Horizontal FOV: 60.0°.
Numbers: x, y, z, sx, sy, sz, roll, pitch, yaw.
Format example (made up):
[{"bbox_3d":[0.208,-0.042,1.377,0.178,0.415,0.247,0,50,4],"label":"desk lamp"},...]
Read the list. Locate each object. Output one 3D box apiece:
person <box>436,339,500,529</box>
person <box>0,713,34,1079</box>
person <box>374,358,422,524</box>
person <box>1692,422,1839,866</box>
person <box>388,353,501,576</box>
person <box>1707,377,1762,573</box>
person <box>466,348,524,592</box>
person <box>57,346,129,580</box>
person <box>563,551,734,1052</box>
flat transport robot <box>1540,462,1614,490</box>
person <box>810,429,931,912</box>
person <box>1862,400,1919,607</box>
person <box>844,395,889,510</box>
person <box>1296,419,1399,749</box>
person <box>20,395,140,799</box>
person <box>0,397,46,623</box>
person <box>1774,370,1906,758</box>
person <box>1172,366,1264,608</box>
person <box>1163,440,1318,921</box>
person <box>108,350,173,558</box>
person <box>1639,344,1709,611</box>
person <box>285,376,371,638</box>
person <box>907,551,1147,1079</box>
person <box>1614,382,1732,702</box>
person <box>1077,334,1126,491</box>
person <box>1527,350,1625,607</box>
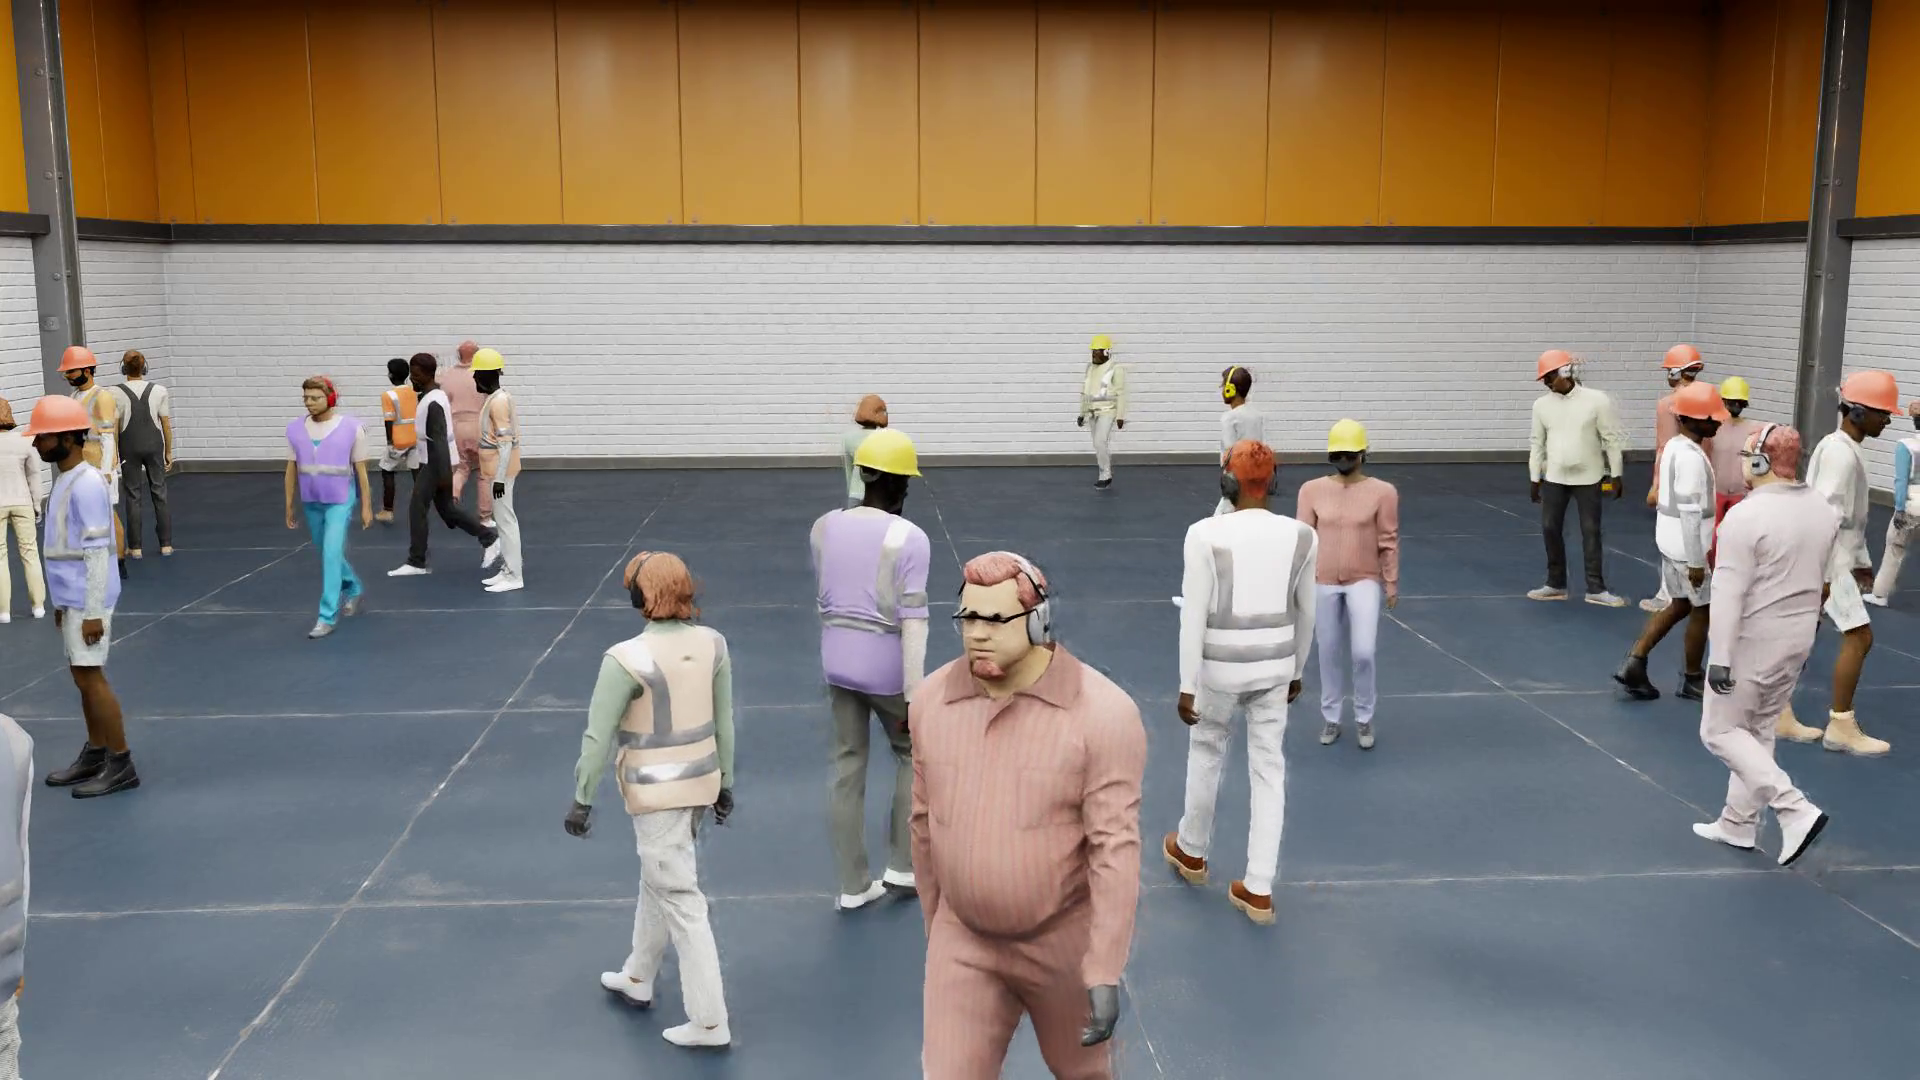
[{"bbox_3d":[-4.784,-1.003,16.168,0.643,1.885,0.728,1,9,5],"label":"person"},{"bbox_3d":[-2.316,1.002,3.721,0.404,1.832,0.595,1,9,4],"label":"person"},{"bbox_3d":[-5.624,-0.979,16.657,0.735,1.667,0.540,7,11,36],"label":"person"},{"bbox_3d":[3.423,0.449,7.024,0.650,1.889,0.651,-5,10,-28],"label":"person"},{"bbox_3d":[-4.318,-0.635,13.900,0.904,1.873,0.587,-3,9,-16],"label":"person"},{"bbox_3d":[5.696,-0.332,12.336,0.533,1.751,0.437,1,9,9],"label":"person"},{"bbox_3d":[-3.673,-0.549,13.159,0.384,1.924,0.593,-3,9,-18],"label":"person"},{"bbox_3d":[-7.093,-0.611,13.566,0.537,1.930,0.378,6,11,34],"label":"person"},{"bbox_3d":[-1.032,0.837,5.447,0.780,1.605,0.525,5,11,30],"label":"person"},{"bbox_3d":[7.285,-0.777,19.774,0.652,0.197,1.431,1,9,9],"label":"flat transport robot"},{"bbox_3d":[-0.323,0.509,6.616,0.578,1.896,0.596,5,10,29],"label":"person"},{"bbox_3d":[7.069,-0.232,12.213,0.533,1.592,0.855,-1,9,-8],"label":"person"},{"bbox_3d":[-0.623,-0.303,12.626,0.522,1.586,0.843,7,11,36],"label":"person"},{"bbox_3d":[2.011,0.239,8.753,0.546,1.751,0.471,4,10,23],"label":"person"},{"bbox_3d":[-4.251,0.266,8.013,0.362,1.936,0.552,-6,11,-35],"label":"person"},{"bbox_3d":[-6.893,-0.219,12.005,0.501,1.633,0.284,-9,12,-43],"label":"person"},{"bbox_3d":[4.629,0.121,8.695,0.755,2.002,0.637,3,10,21],"label":"person"},{"bbox_3d":[1.936,-0.341,12.139,0.868,1.833,0.574,8,12,42],"label":"person"},{"bbox_3d":[1.107,0.517,6.689,0.613,1.849,0.876,-2,9,-12],"label":"person"},{"bbox_3d":[-7.253,-0.758,14.731,0.506,1.846,0.345,-6,11,-35],"label":"person"},{"bbox_3d":[5.327,-0.452,12.344,0.622,1.990,0.401,-5,11,-31],"label":"person"},{"bbox_3d":[-4.462,-0.271,11.805,0.580,1.811,0.925,1,9,7],"label":"person"},{"bbox_3d":[0.145,0.943,4.032,0.647,1.864,0.988,4,10,24],"label":"person"},{"bbox_3d":[4.194,0.028,9.671,0.691,1.898,0.615,2,9,10],"label":"person"},{"bbox_3d":[1.606,-1.472,19.310,0.545,1.814,0.591,-6,11,-35],"label":"person"},{"bbox_3d":[4.690,-0.456,12.568,0.778,1.950,0.389,7,11,37],"label":"person"}]
